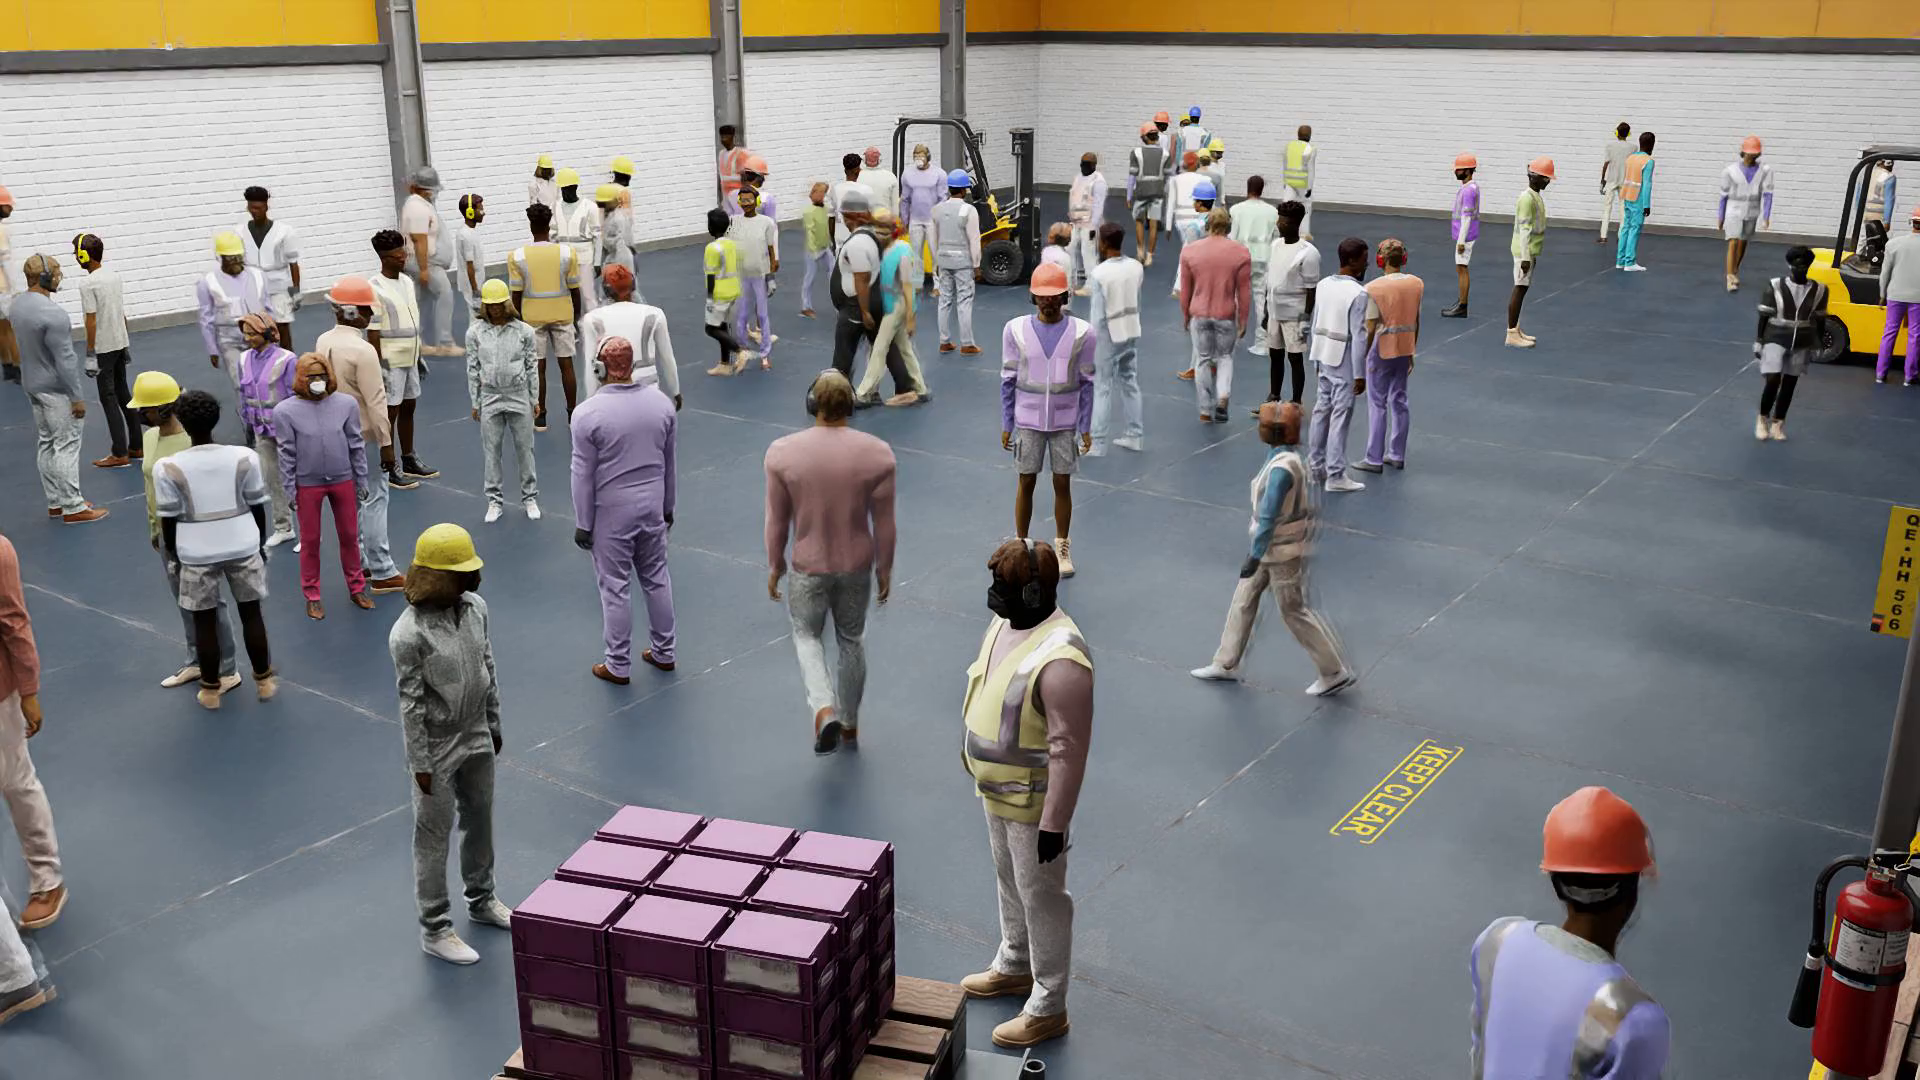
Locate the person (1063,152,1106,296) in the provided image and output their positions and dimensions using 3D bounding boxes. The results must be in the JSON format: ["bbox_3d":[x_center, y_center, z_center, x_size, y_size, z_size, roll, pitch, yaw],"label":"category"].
[{"bbox_3d":[1.507,-4.001,21.135,0.614,1.812,0.654,-9,20,-27],"label":"person"}]

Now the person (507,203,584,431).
[{"bbox_3d":[-3.564,-1.918,14.376,0.608,1.966,0.365,-6,19,-17],"label":"person"}]

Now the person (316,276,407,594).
[{"bbox_3d":[-3.722,-0.649,10.369,0.623,1.986,0.388,14,23,38],"label":"person"}]

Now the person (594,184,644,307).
[{"bbox_3d":[-3.847,-3.107,18.517,0.799,1.695,0.499,-15,23,-40],"label":"person"}]

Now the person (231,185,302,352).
[{"bbox_3d":[-6.614,-2.388,15.861,0.633,1.951,0.505,-2,18,-6],"label":"person"}]

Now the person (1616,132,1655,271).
[{"bbox_3d":[9.468,-4.738,23.293,0.397,1.911,0.587,-2,18,-7],"label":"person"}]

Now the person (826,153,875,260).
[{"bbox_3d":[-1.239,-3.488,19.286,0.604,1.966,0.367,6,19,18],"label":"person"}]

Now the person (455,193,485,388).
[{"bbox_3d":[-4.680,-2.400,16.060,0.324,1.862,0.511,-5,18,-16],"label":"person"}]

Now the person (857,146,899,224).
[{"bbox_3d":[-1.088,-3.969,20.888,0.641,1.908,0.407,-3,18,-9],"label":"person"}]

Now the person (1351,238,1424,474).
[{"bbox_3d":[3.363,-1.430,13.056,0.564,1.838,0.391,-9,20,-27],"label":"person"}]

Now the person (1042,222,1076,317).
[{"bbox_3d":[0.909,-2.252,16.012,0.553,1.611,0.570,-8,19,-24],"label":"person"}]

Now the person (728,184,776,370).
[{"bbox_3d":[-2.114,-2.652,16.828,0.512,1.872,0.328,1,18,4],"label":"person"}]

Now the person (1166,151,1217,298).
[{"bbox_3d":[2.931,-3.989,21.093,0.661,1.829,0.965,11,21,30],"label":"person"}]

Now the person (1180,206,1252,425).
[{"bbox_3d":[2.219,-1.952,14.564,0.624,1.922,0.445,3,18,9],"label":"person"}]

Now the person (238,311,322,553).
[{"bbox_3d":[-4.607,-0.733,11.216,0.523,1.631,0.313,7,19,21],"label":"person"}]

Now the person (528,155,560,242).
[{"bbox_3d":[-5.363,-4.131,21.663,0.312,1.741,0.487,13,22,36],"label":"person"}]

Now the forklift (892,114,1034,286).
[{"bbox_3d":[-0.171,-4.594,22.377,2.313,2.155,1.214,1,18,3],"label":"forklift"}]

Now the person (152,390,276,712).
[{"bbox_3d":[-3.850,0.062,8.628,0.539,1.693,0.317,-12,21,-33],"label":"person"}]

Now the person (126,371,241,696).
[{"bbox_3d":[-4.111,-0.024,8.778,0.534,1.765,0.311,11,21,32],"label":"person"}]

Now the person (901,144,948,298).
[{"bbox_3d":[-0.456,-4.036,21.073,0.634,1.928,0.383,6,19,18],"label":"person"}]

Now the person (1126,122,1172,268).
[{"bbox_3d":[2.677,-4.896,23.621,0.662,2.001,0.687,-1,18,-3],"label":"person"}]

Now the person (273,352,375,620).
[{"bbox_3d":[-3.800,-0.329,9.965,0.498,1.626,0.289,-12,21,-32],"label":"person"}]

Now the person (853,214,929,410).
[{"bbox_3d":[-0.682,-2.069,15.139,0.949,1.781,0.608,-8,19,-23],"label":"person"}]

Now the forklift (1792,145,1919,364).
[{"bbox_3d":[9.803,-2.879,17.013,2.313,2.155,1.214,12,21,33],"label":"forklift"}]

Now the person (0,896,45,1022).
[{"bbox_3d":[-3.714,0.885,5.795,0.731,1.849,0.669,-10,20,-28],"label":"person"}]

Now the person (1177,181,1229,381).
[{"bbox_3d":[2.385,-2.531,16.320,0.397,1.949,0.603,16,24,41],"label":"person"}]

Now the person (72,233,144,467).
[{"bbox_3d":[-6.820,-1.510,13.287,0.332,1.857,0.527,1,18,4],"label":"person"}]

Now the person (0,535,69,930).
[{"bbox_3d":[-3.915,0.598,6.486,0.628,1.981,0.410,-2,18,-6],"label":"person"}]

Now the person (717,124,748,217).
[{"bbox_3d":[-3.330,-5.061,24.229,0.421,1.948,0.641,-16,24,-41],"label":"person"}]

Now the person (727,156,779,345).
[{"bbox_3d":[-2.218,-3.143,18.117,0.611,2.030,0.410,10,20,27],"label":"person"}]

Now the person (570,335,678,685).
[{"bbox_3d":[-1.819,-0.165,9.015,0.398,1.900,0.636,16,24,41],"label":"person"}]

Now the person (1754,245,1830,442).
[{"bbox_3d":[6.949,-1.626,13.923,0.552,1.669,0.443,3,18,9],"label":"person"}]

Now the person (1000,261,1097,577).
[{"bbox_3d":[0.559,-0.757,10.621,0.606,2.044,0.373,1,18,2],"label":"person"}]
